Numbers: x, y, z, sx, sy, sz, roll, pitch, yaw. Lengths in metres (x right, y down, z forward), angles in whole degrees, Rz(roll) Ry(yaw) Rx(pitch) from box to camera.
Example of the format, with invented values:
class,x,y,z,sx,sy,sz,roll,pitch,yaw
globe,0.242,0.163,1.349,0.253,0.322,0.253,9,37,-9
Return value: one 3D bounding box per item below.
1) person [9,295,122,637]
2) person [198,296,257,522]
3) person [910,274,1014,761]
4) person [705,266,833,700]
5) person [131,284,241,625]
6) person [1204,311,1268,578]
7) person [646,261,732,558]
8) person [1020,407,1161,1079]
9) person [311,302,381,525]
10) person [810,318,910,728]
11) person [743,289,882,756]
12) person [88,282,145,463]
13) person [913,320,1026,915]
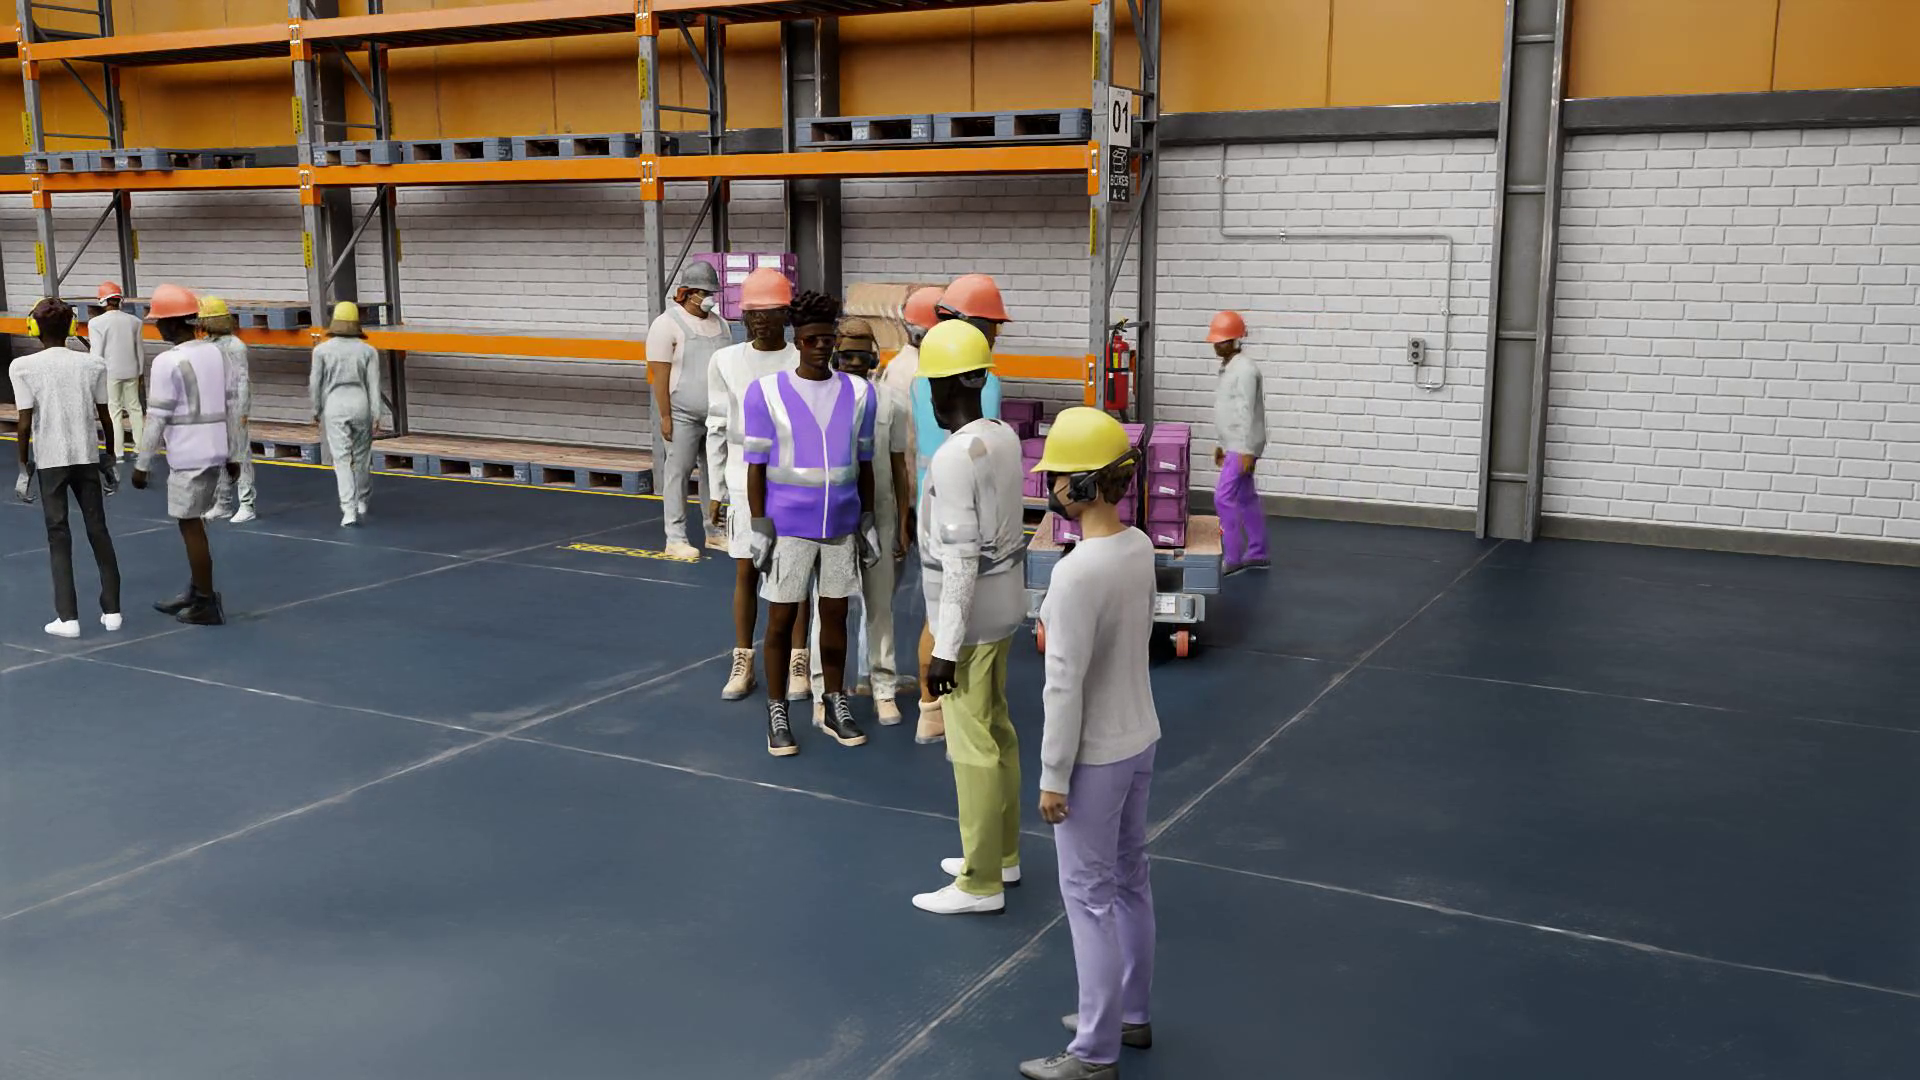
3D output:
class,x,y,z,sx,sy,sz,roll,pitch,yaw
person,-4.909,-0.398,9.141,0.309,1.863,0.535,10,14,43
person,-5.672,-1.000,12.784,0.483,1.738,0.313,5,11,25
person,0.030,-0.092,7.009,0.410,2.035,0.614,-6,12,-28
person,-0.896,-0.254,7.848,0.607,2.048,0.365,0,10,2
person,-4.442,-0.471,9.382,0.618,1.927,0.575,2,10,10
person,1.802,-0.617,10.753,0.546,1.715,0.592,-1,10,-7
person,-1.777,-0.901,11.414,0.536,2.000,0.680,9,14,41
person,0.337,0.537,4.302,0.340,1.762,0.527,5,12,27
person,-4.718,-0.984,12.831,0.492,1.691,0.930,-5,12,-27
person,-0.472,-0.066,7.413,0.502,1.837,0.349,-2,10,-10
person,-0.623,-0.075,7.084,0.602,1.967,0.370,-5,11,-25
person,-8.217,-1.632,16.205,0.333,1.749,0.574,5,12,27
person,0.016,0.256,5.384,0.375,1.922,0.594,3,11,17
